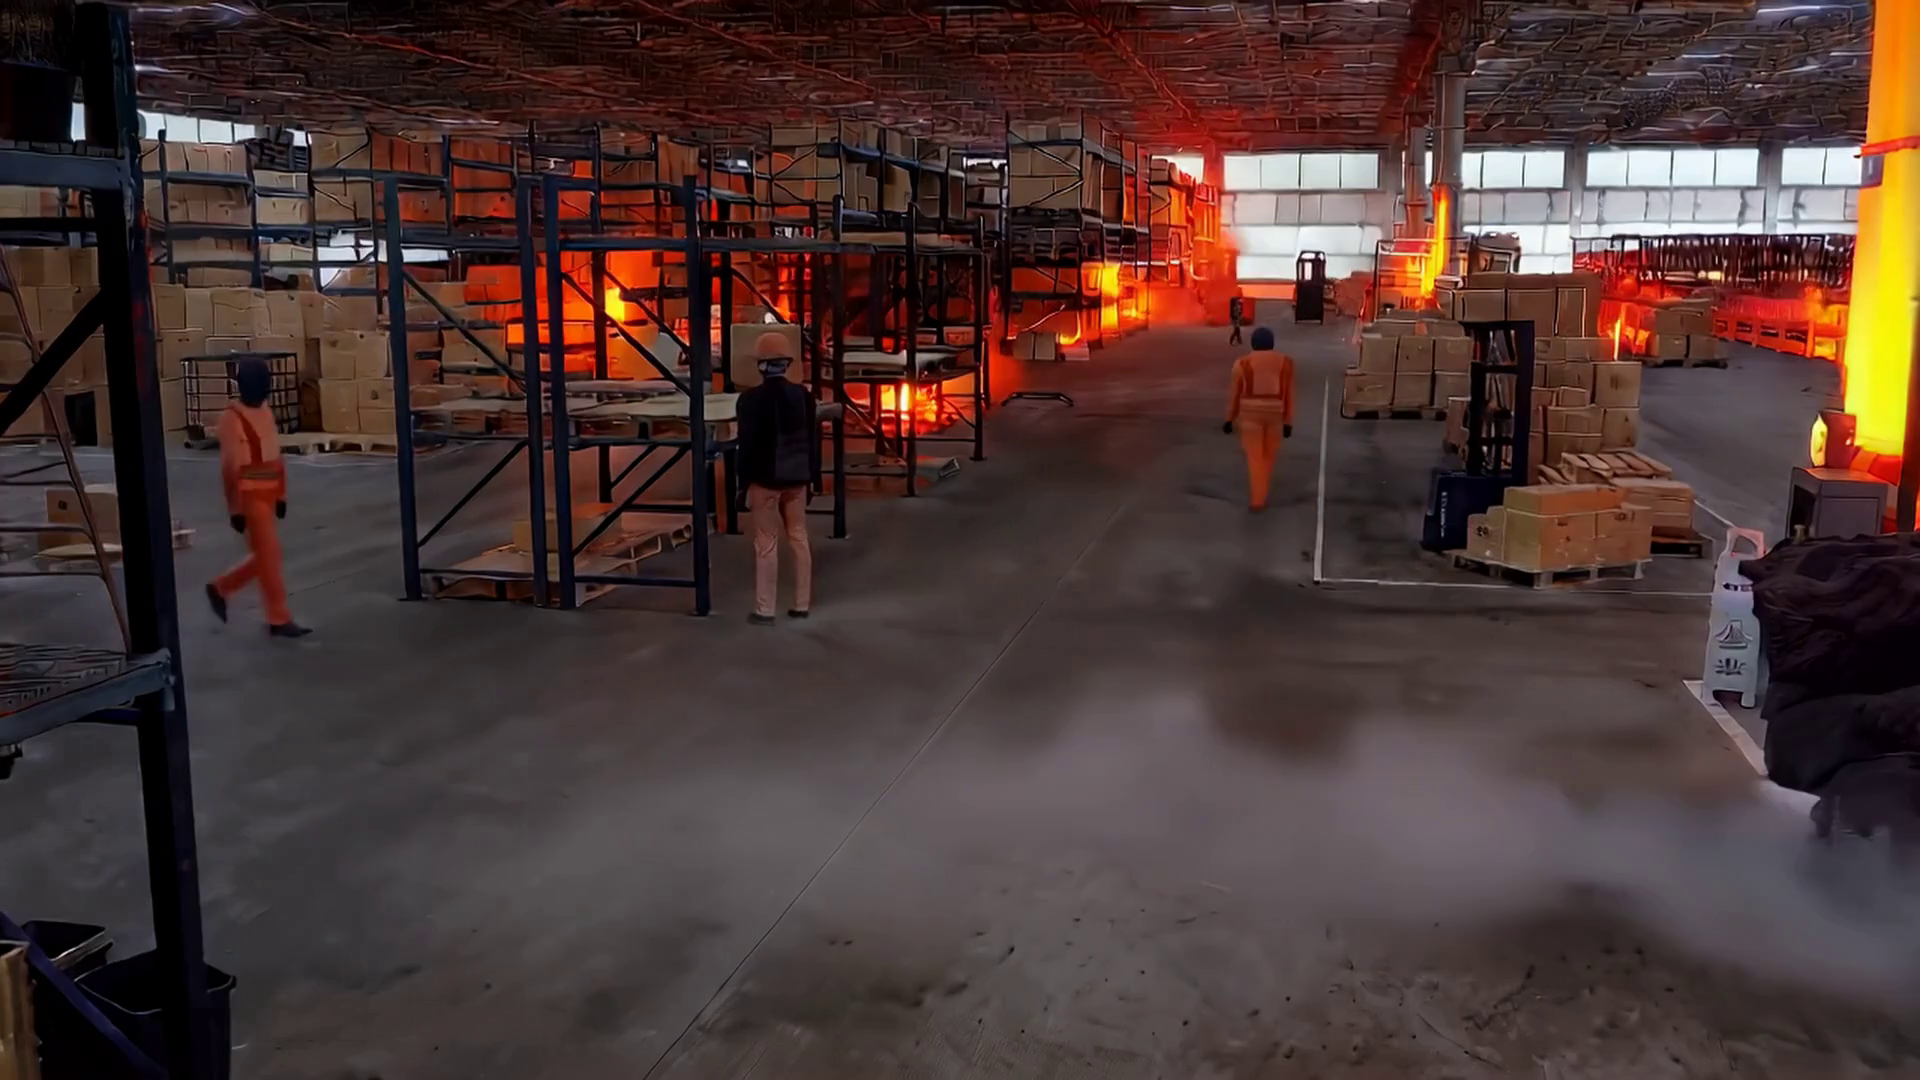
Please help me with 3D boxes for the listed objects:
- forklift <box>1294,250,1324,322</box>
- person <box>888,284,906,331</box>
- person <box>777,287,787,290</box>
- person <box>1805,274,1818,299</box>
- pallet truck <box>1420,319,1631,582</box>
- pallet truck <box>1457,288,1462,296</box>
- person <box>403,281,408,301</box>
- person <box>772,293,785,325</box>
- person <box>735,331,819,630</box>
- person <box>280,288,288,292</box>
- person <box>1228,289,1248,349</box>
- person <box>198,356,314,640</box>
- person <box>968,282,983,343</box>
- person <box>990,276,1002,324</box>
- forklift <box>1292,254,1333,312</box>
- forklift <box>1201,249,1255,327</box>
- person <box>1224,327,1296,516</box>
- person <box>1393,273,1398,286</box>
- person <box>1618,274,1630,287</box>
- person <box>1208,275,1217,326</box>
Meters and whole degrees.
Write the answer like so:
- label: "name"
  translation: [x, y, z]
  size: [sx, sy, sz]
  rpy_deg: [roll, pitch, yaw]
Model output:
- label: "forklift"
  translation: [13.778, -10.002, 65.433]
  size: [1.129, 2.768, 1.873]
  rpy_deg: [2, 10, 12]
- label: "person"
  translation: [-1.585, -5.698, 43.044]
  size: [0.620, 1.845, 0.993]
  rpy_deg: [9, 13, 41]
- label: "person"
  translation: [-7.155, -9.582, 66.304]
  size: [0.611, 1.732, 0.539]
  rpy_deg: [7, 12, 36]
- label: "person"
  translation: [39.649, -11.485, 77.431]
  size: [0.587, 1.786, 0.816]
  rpy_deg: [2, 10, 10]
- label: "pallet truck"
  translation: [4.543, -0.757, 13.299]
  size: [0.823, 1.965, 1.885]
  rpy_deg: [-4, 10, -22]
- label: "pallet truck"
  translation: [20.506, -9.785, 68.819]
  size: [0.653, 1.274, 1.630]
  rpy_deg: [2, 10, 12]
- label: "person"
  translation: [-14.274, -5.636, 42.430]
  size: [0.575, 1.918, 0.625]
  rpy_deg: [-1, 10, -6]
- label: "person"
  translation: [-4.243, -4.921, 38.842]
  size: [0.316, 1.695, 0.542]
  rpy_deg: [0, 10, 2]
- label: "person"
  translation: [-1.230, -0.396, 11.162]
  size: [0.616, 1.997, 0.373]
  rpy_deg: [-7, 12, -35]
- label: "person"
  translation: [-20.444, -6.851, 50.543]
  size: [0.536, 1.593, 0.840]
  rpy_deg: [3, 10, 20]
- label: "person"
  translation: [7.768, -6.159, 46.271]
  size: [0.877, 1.648, 0.551]
  rpy_deg: [-7, 12, -35]
- label: "person"
  translation: [-4.637, -0.270, 10.823]
  size: [0.735, 1.863, 0.587]
  rpy_deg: [1, 10, 5]
- label: "person"
  translation: [0.526, -6.335, 46.675]
  size: [0.550, 1.896, 0.981]
  rpy_deg: [1, 10, 6]
- label: "person"
  translation: [1.412, -9.220, 63.880]
  size: [0.526, 1.827, 0.580]
  rpy_deg: [2, 10, 14]
- label: "forklift"
  translation: [16.463, -12.026, 77.417]
  size: [1.873, 2.768, 1.129]
  rpy_deg: [2, 10, 12]
- label: "forklift"
  translation: [9.764, -9.223, 60.819]
  size: [1.873, 2.768, 1.129]
  rpy_deg: [-5, 11, -26]
- label: "person"
  translation: [2.914, -1.178, 16.342]
  size: [0.639, 1.800, 0.899]
  rpy_deg: [-1, 10, -6]
- label: "person"
  translation: [23.071, -13.273, 88.202]
  size: [0.485, 1.735, 0.346]
  rpy_deg: [-7, 12, -37]
- label: "person"
  translation: [28.839, -10.649, 72.319]
  size: [0.565, 1.845, 0.387]
  rpy_deg: [-1, 10, -7]
- label: "person"
  translation: [9.506, -8.895, 61.857]
  size: [0.646, 1.878, 0.816]
  rpy_deg: [0, 10, 0]
